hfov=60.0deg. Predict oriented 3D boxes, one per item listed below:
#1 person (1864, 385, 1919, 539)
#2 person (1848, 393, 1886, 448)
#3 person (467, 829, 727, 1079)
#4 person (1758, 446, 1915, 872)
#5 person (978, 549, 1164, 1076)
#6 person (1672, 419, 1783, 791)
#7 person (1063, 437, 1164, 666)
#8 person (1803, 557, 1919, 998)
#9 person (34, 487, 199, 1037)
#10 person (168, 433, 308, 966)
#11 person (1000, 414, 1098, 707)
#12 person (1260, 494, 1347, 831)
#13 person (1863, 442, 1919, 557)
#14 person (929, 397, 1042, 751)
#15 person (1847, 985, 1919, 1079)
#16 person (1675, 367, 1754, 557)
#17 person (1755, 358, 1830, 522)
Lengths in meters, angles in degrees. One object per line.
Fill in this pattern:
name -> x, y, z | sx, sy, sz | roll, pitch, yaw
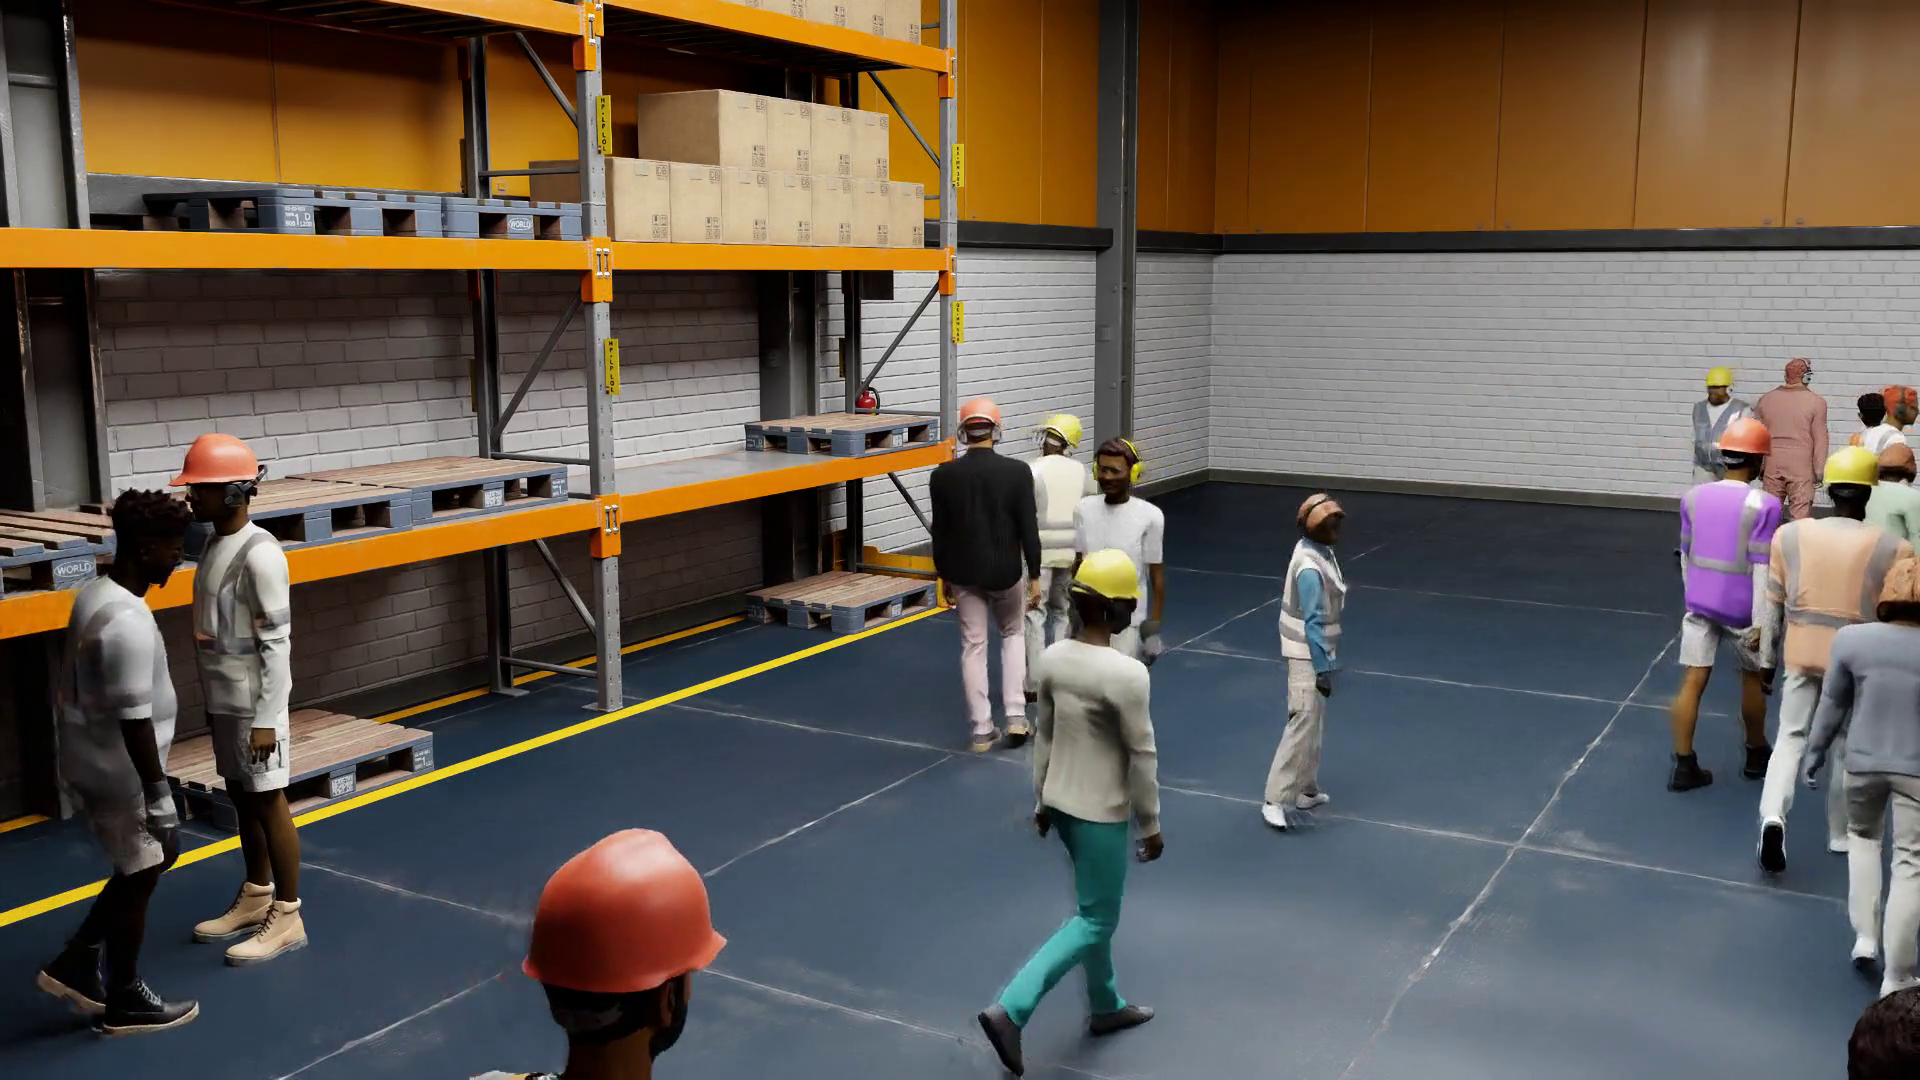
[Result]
person -> 6.545, -0.159, 11.760 | 0.424, 1.872, 0.578 | 2, 9, 11
person -> 7.320, -0.337, 13.400 | 0.529, 1.694, 0.321 | -4, 10, -23
person -> -0.463, 1.331, 2.381 | 0.562, 1.882, 0.984 | 4, 10, 25
person -> 3.854, 0.530, 7.376 | 0.598, 1.900, 0.864 | 7, 12, 38
person -> 0.373, 0.898, 5.556 | 0.735, 1.737, 0.520 | -5, 10, -29
person -> 4.015, 0.327, 8.587 | 0.890, 1.900, 0.566 | -6, 11, -33
person -> 0.772, 0.403, 8.269 | 0.544, 1.858, 0.476 | 5, 11, 30
person -> 3.446, 0.867, 6.144 | 0.615, 1.609, 0.457 | 8, 12, 41
person -> -2.834, 0.779, 5.701 | 0.519, 1.927, 0.659 | -6, 11, -32
person -> -2.783, 0.609, 6.413 | 0.377, 2.045, 0.605 | -8, 12, -42
person -> 0.523, 0.125, 10.251 | 0.672, 1.787, 0.405 | -5, 10, -28
person -> 1.676, 0.568, 8.011 | 0.348, 1.614, 0.634 | 2, 9, 12
person -> 5.862, 0.168, 10.620 | 0.857, 1.590, 0.504 | -2, 9, -14
person -> 0.151, 0.192, 9.306 | 0.651, 1.951, 0.535 | 2, 9, 10
person -> 0.980, 1.398, 1.879 | 0.383, 1.916, 0.591 | 7, 12, 39
person -> 7.017, -0.704, 15.421 | 0.921, 1.785, 0.603 | -8, 12, -42
person -> 7.367, -0.655, 14.731 | 0.407, 1.908, 0.641 | -7, 11, -37
